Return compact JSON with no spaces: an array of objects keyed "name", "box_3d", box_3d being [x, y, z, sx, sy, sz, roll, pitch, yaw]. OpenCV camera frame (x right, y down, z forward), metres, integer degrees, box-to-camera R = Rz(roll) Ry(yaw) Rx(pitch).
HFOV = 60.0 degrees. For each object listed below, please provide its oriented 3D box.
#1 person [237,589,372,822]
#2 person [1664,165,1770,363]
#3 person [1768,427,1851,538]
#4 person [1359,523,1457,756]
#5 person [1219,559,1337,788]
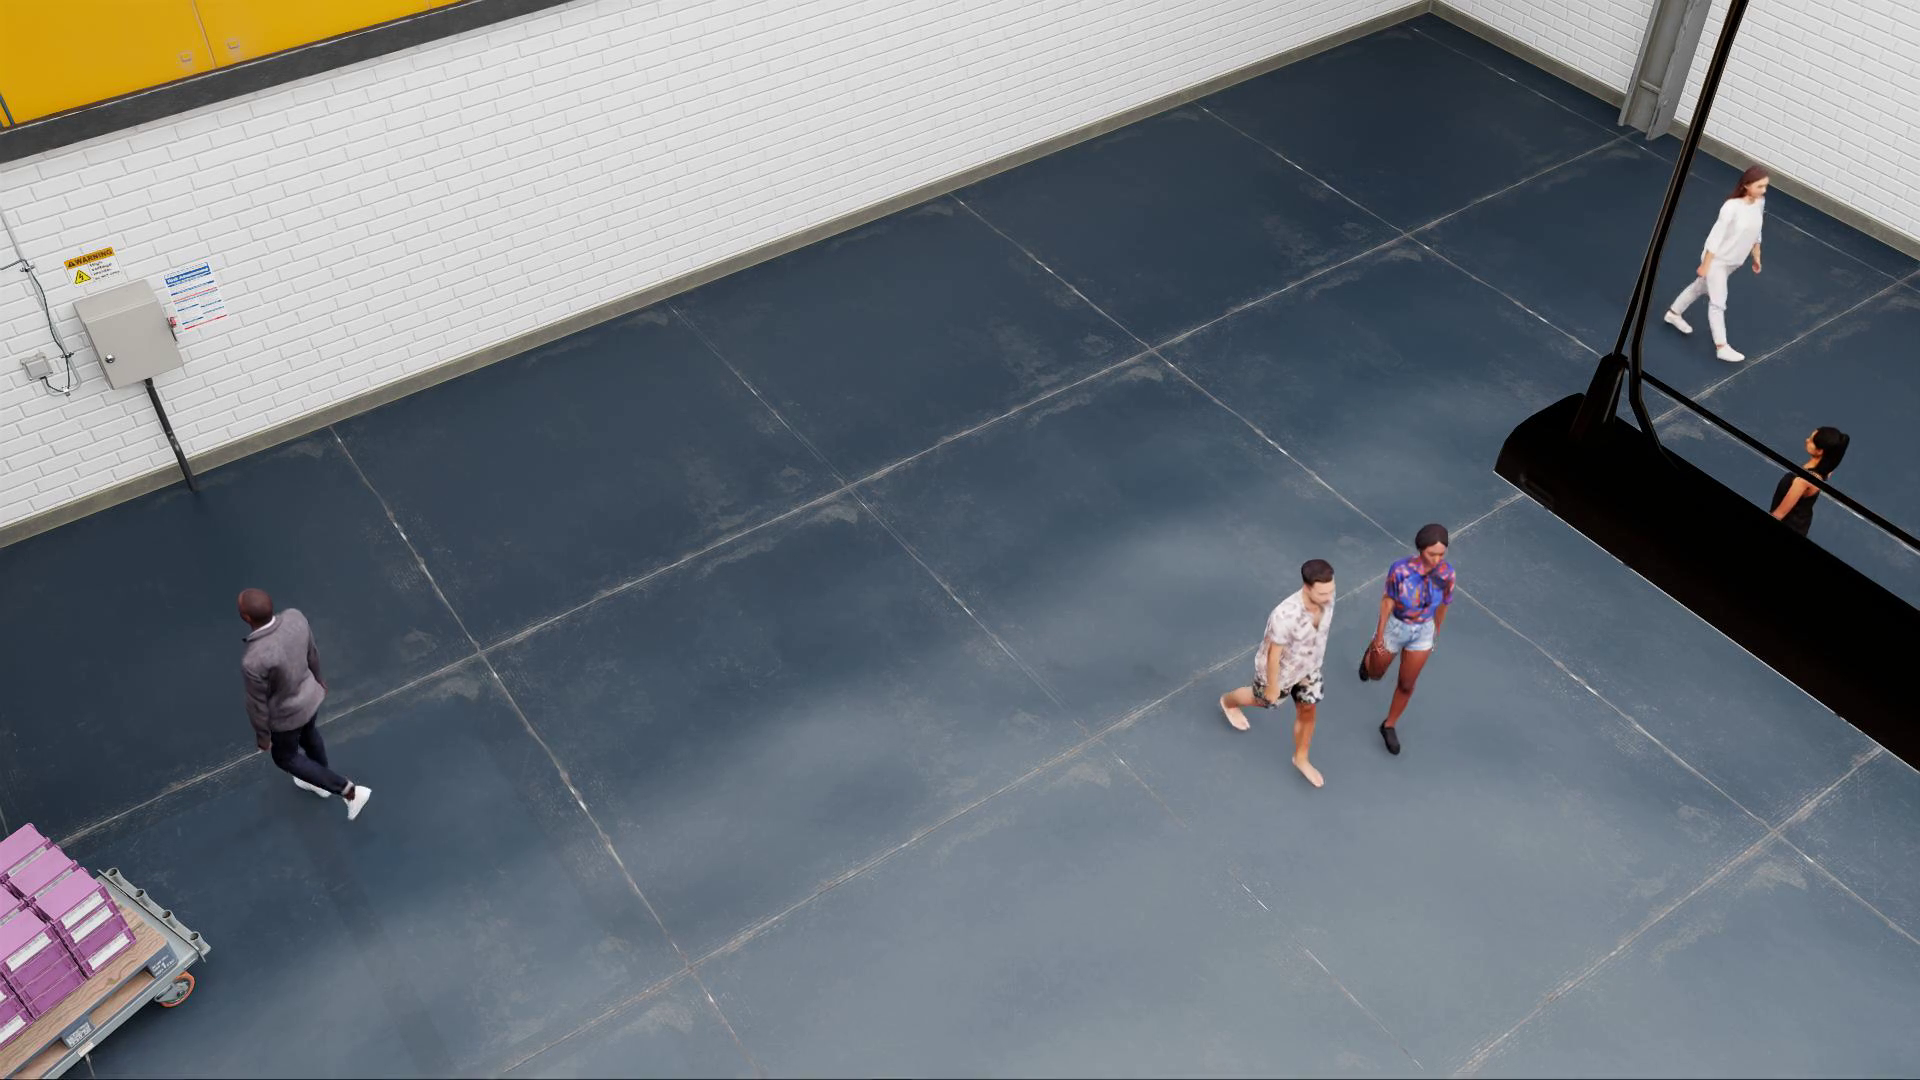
[{"name":"person","box_3d":[-3.886,1.002,9.819,1.087,1.803,1.006,13,45,13]},{"name":"person","box_3d":[6.093,-2.303,13.401,0.627,1.648,1.037,-25,49,-24]},{"name":"person","box_3d":[5.561,-0.048,11.047,1.126,1.631,0.812,26,50,25]},{"name":"person","box_3d":[2.754,0.532,10.367,0.921,1.728,1.037,1,44,1]},{"name":"person","box_3d":[1.954,0.690,10.164,0.694,1.779,1.101,-25,49,-24]}]
